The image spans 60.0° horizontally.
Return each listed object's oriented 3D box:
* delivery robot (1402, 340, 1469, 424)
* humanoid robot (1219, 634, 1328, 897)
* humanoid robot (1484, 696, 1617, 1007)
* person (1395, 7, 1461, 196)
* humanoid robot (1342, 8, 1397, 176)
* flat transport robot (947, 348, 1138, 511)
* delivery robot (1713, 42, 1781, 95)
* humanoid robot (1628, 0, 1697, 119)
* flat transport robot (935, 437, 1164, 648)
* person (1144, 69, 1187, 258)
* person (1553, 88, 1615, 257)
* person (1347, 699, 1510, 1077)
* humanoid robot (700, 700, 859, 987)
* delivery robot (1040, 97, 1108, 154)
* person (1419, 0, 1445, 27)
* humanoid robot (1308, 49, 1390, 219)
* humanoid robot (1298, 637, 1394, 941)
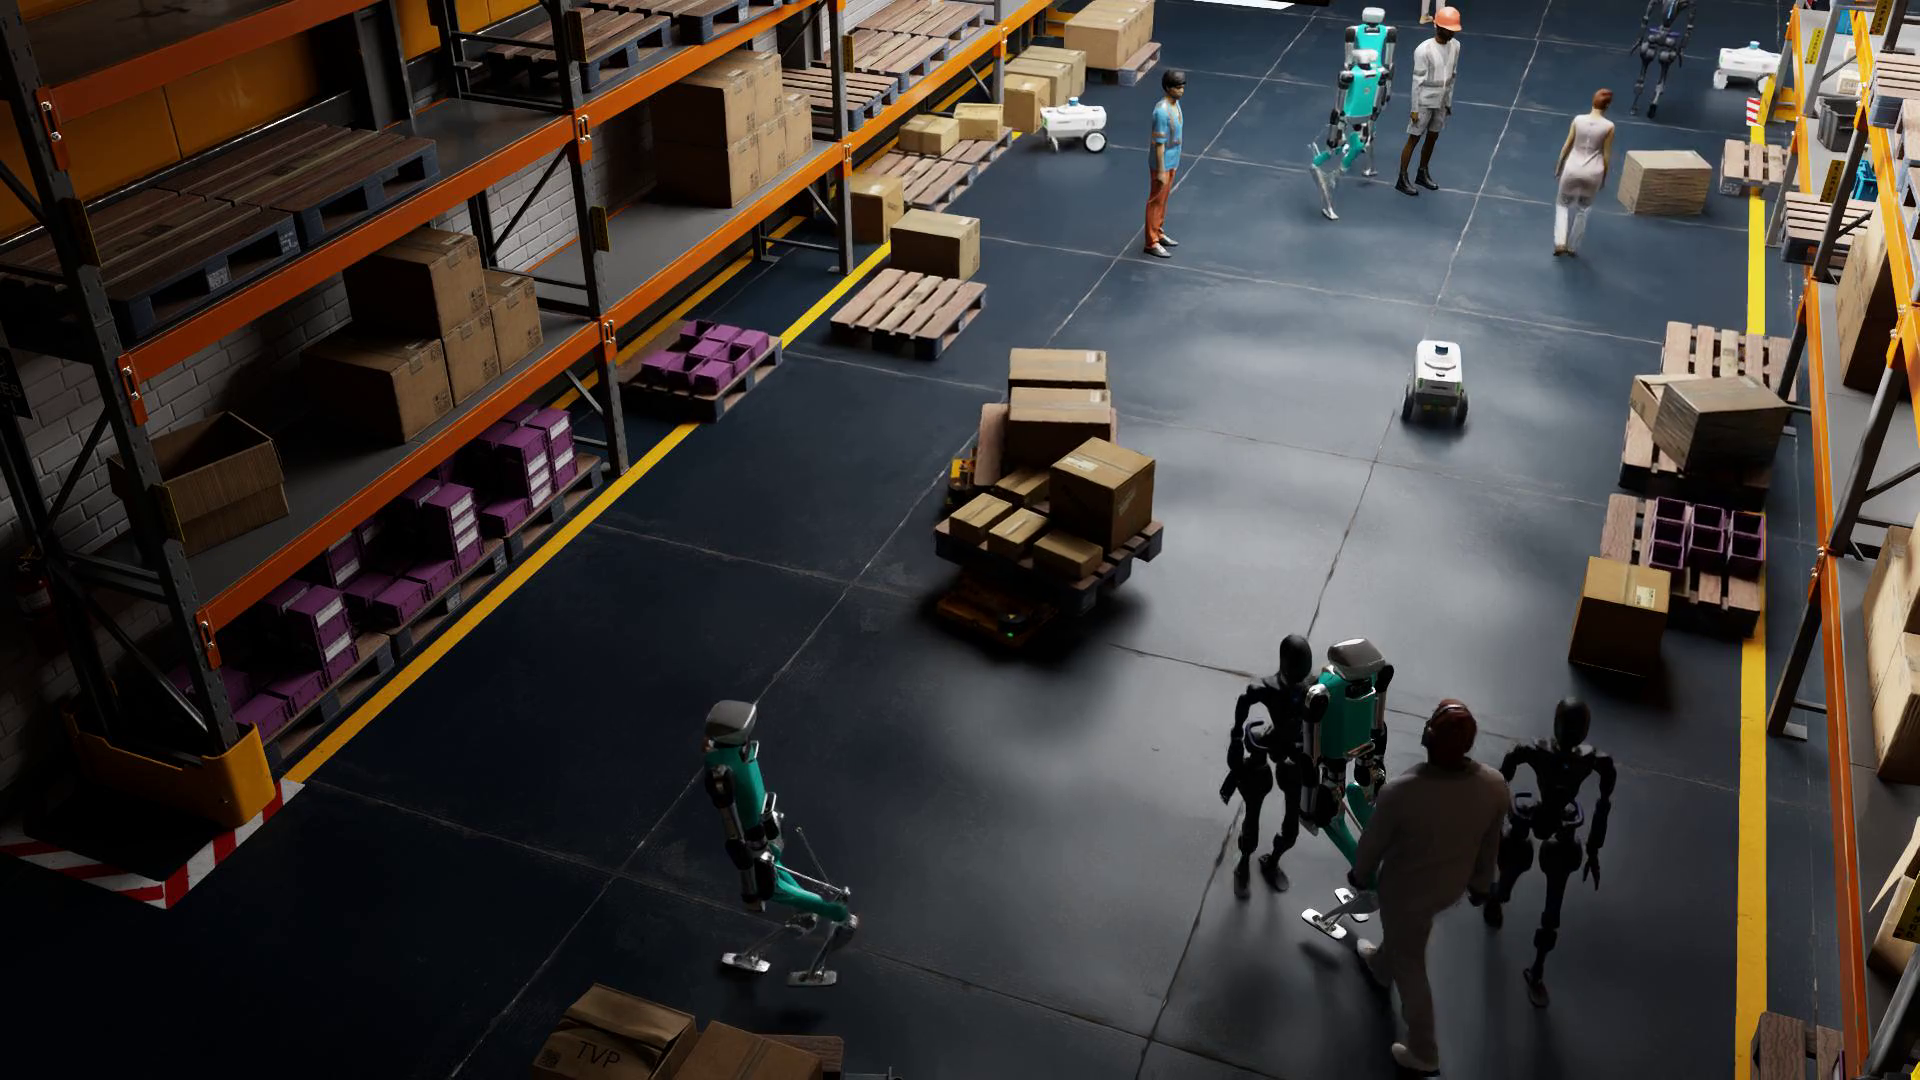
[{"bbox_3d":[3.825,-1.295,13.335,0.499,0.598,0.798,7,34,11],"label":"delivery robot"},{"bbox_3d":[1.644,1.150,8.527,0.596,1.650,0.314,-4,33,-6],"label":"humanoid robot"},{"bbox_3d":[2.833,1.441,8.103,0.589,1.636,0.727,5,33,7],"label":"humanoid robot"},{"bbox_3d":[4.835,-4.480,17.005,0.539,1.927,0.390,-16,36,-23],"label":"person"},{"bbox_3d":[4.245,-4.610,17.389,0.545,1.724,1.058,4,33,6],"label":"humanoid robot"},{"bbox_3d":[0.638,-0.424,12.248,1.431,0.231,0.659,2,33,3],"label":"flat transport robot"},{"bbox_3d":[9.610,-5.744,20.226,0.808,0.604,0.499,12,35,18],"label":"delivery robot"},{"bbox_3d":[8.009,-5.654,19.052,0.609,1.639,0.496,15,36,22],"label":"humanoid robot"},{"bbox_3d":[0.536,0.221,11.250,0.659,0.231,1.431,23,39,31],"label":"flat transport robot"},{"bbox_3d":[1.953,-3.571,15.742,0.330,1.764,0.496,13,35,19],"label":"person"},{"bbox_3d":[5.812,-3.410,15.608,0.471,1.636,0.465,13,35,19],"label":"person"},{"bbox_3d":[2.164,1.587,7.682,0.651,1.863,0.897,-11,34,-16],"label":"person"},{"bbox_3d":[-0.789,1.525,7.887,0.854,1.781,0.542,2,33,2],"label":"humanoid robot"},{"bbox_3d":[1.283,-4.600,18.458,0.777,0.605,0.525,-2,33,-3],"label":"delivery robot"},{"bbox_3d":[6.464,-7.801,22.276,0.323,1.775,0.470,-21,38,-29],"label":"person"},{"bbox_3d":[3.776,-3.973,16.500,0.540,1.903,0.716,-12,35,-18],"label":"humanoid robot"},{"bbox_3d":[1.986,1.304,8.098,0.533,1.677,0.735,-19,37,-27],"label":"humanoid robot"}]
